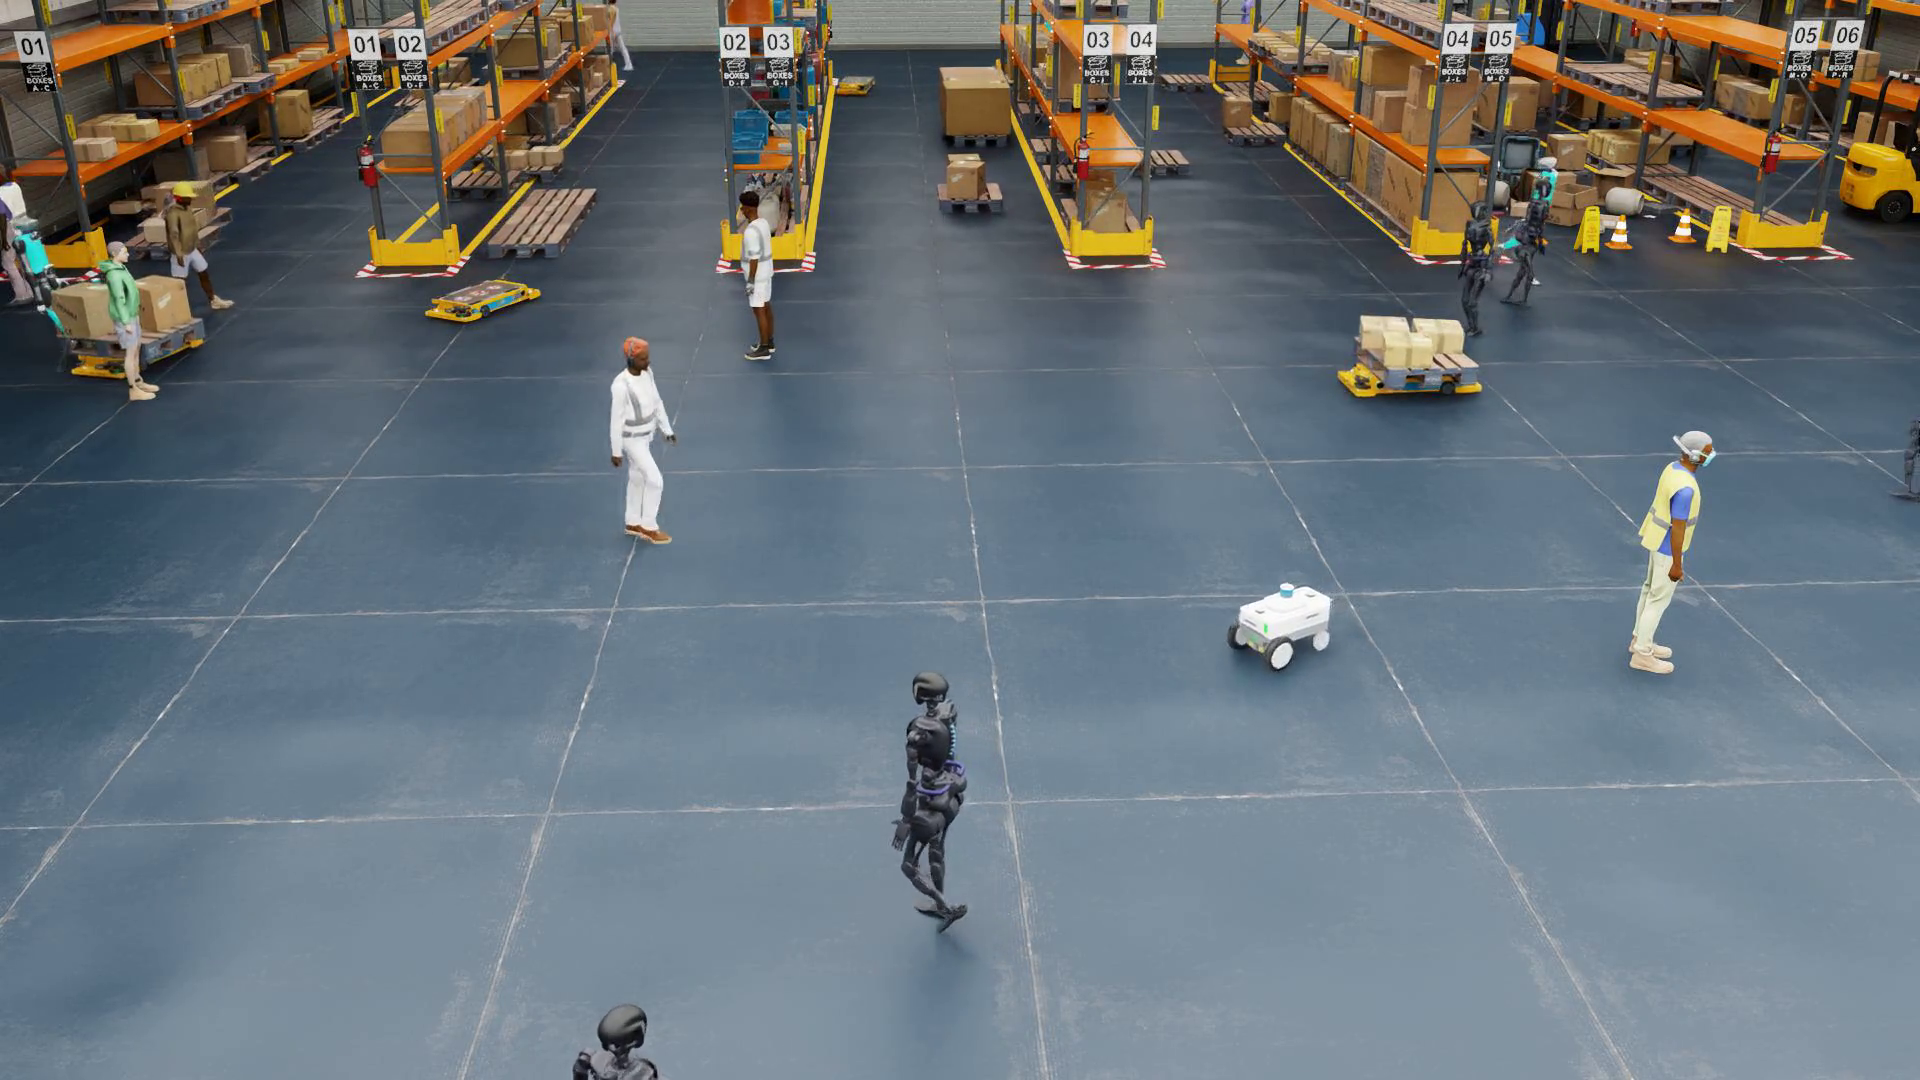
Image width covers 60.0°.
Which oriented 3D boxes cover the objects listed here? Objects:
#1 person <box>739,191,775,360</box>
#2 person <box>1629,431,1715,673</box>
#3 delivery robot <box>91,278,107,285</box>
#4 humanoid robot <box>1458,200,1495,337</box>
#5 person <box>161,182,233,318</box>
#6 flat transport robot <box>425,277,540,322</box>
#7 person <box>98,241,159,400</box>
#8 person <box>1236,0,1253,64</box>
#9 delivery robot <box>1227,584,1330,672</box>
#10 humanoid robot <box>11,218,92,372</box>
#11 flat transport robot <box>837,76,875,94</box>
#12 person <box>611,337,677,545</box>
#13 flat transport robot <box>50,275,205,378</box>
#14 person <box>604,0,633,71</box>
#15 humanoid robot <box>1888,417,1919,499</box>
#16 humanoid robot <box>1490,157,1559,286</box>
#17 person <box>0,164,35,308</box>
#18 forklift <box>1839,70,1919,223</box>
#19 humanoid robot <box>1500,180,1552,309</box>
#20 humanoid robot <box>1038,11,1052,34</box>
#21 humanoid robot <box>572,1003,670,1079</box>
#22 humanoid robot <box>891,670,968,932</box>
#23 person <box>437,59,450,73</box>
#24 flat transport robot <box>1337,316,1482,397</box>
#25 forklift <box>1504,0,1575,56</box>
[{"bbox_3d":[-2.355,-3.070,19.289,0.370,1.963,0.606,4,24,9],"label":"person"},{"bbox_3d":[5.241,0.076,12.326,0.398,1.886,0.510,6,25,13],"label":"person"},{"bbox_3d":[-10.773,-2.960,20.794,0.816,0.613,0.499,-2,24,-4],"label":"delivery robot"},{"bbox_3d":[6.269,-3.297,20.152,0.332,1.650,0.609,-9,26,-19],"label":"humanoid robot"},{"bbox_3d":[-9.672,-3.657,20.919,0.499,1.725,0.690,3,24,7],"label":"person"},{"bbox_3d":[-6.139,-3.096,21.429,0.659,0.231,1.431,12,27,25],"label":"flat transport robot"},{"bbox_3d":[-9.021,-2.377,18.014,0.318,1.734,0.478,-6,25,-12],"label":"person"},{"bbox_3d":[7.085,-12.696,41.119,0.375,1.796,0.606,2,24,5],"label":"person"},{"bbox_3d":[2.461,0.638,12.709,0.812,0.611,0.499,-15,28,-30],"label":"delivery robot"},{"bbox_3d":[-10.170,-2.764,18.928,0.834,1.792,0.549,-1,24,-2],"label":"humanoid robot"},{"bbox_3d":[-2.347,-10.271,37.552,0.659,0.231,1.431,2,24,5],"label":"flat transport robot"},{"bbox_3d":[-2.725,-0.860,14.438,0.656,1.861,0.594,5,25,11],"label":"person"},{"bbox_3d":[-9.587,-2.193,19.400,0.659,0.231,1.431,6,25,13],"label":"flat transport robot"},{"bbox_3d":[-8.365,-12.261,40.132,0.998,1.809,0.525,9,25,19],"label":"person"},{"bbox_3d":[9.021,-1.180,15.389,0.586,1.652,0.417,-19,30,-36],"label":"humanoid robot"},{"bbox_3d":[7.435,-4.242,22.251,0.905,1.815,0.570,12,27,26],"label":"humanoid robot"},{"bbox_3d":[-12.180,-3.925,21.375,0.441,1.835,0.563,-1,24,-2],"label":"person"},{"bbox_3d":[15.132,-6.143,25.915,2.313,2.155,1.214,-1,24,-2],"label":"forklift"},{"bbox_3d":[7.287,-3.798,21.297,0.545,1.638,0.601,20,31,37],"label":"humanoid robot"},{"bbox_3d":[2.326,-13.001,41.894,0.530,1.785,0.786,15,28,31],"label":"humanoid robot"},{"bbox_3d":[-1.384,2.639,6.852,0.612,1.646,0.693,11,26,23],"label":"humanoid robot"},{"bbox_3d":[-0.121,1.475,9.425,0.414,1.642,0.603,12,27,25],"label":"humanoid robot"},{"bbox_3d":[-11.119,-10.090,35.394,0.542,1.684,0.368,-2,24,-5],"label":"person"},{"bbox_3d":[5.008,-1.803,18.523,1.431,0.231,0.659,-3,24,-6],"label":"flat transport robot"},{"bbox_3d":[14.700,-13.805,42.301,1.873,2.768,1.129,-1,24,-2],"label":"forklift"}]
